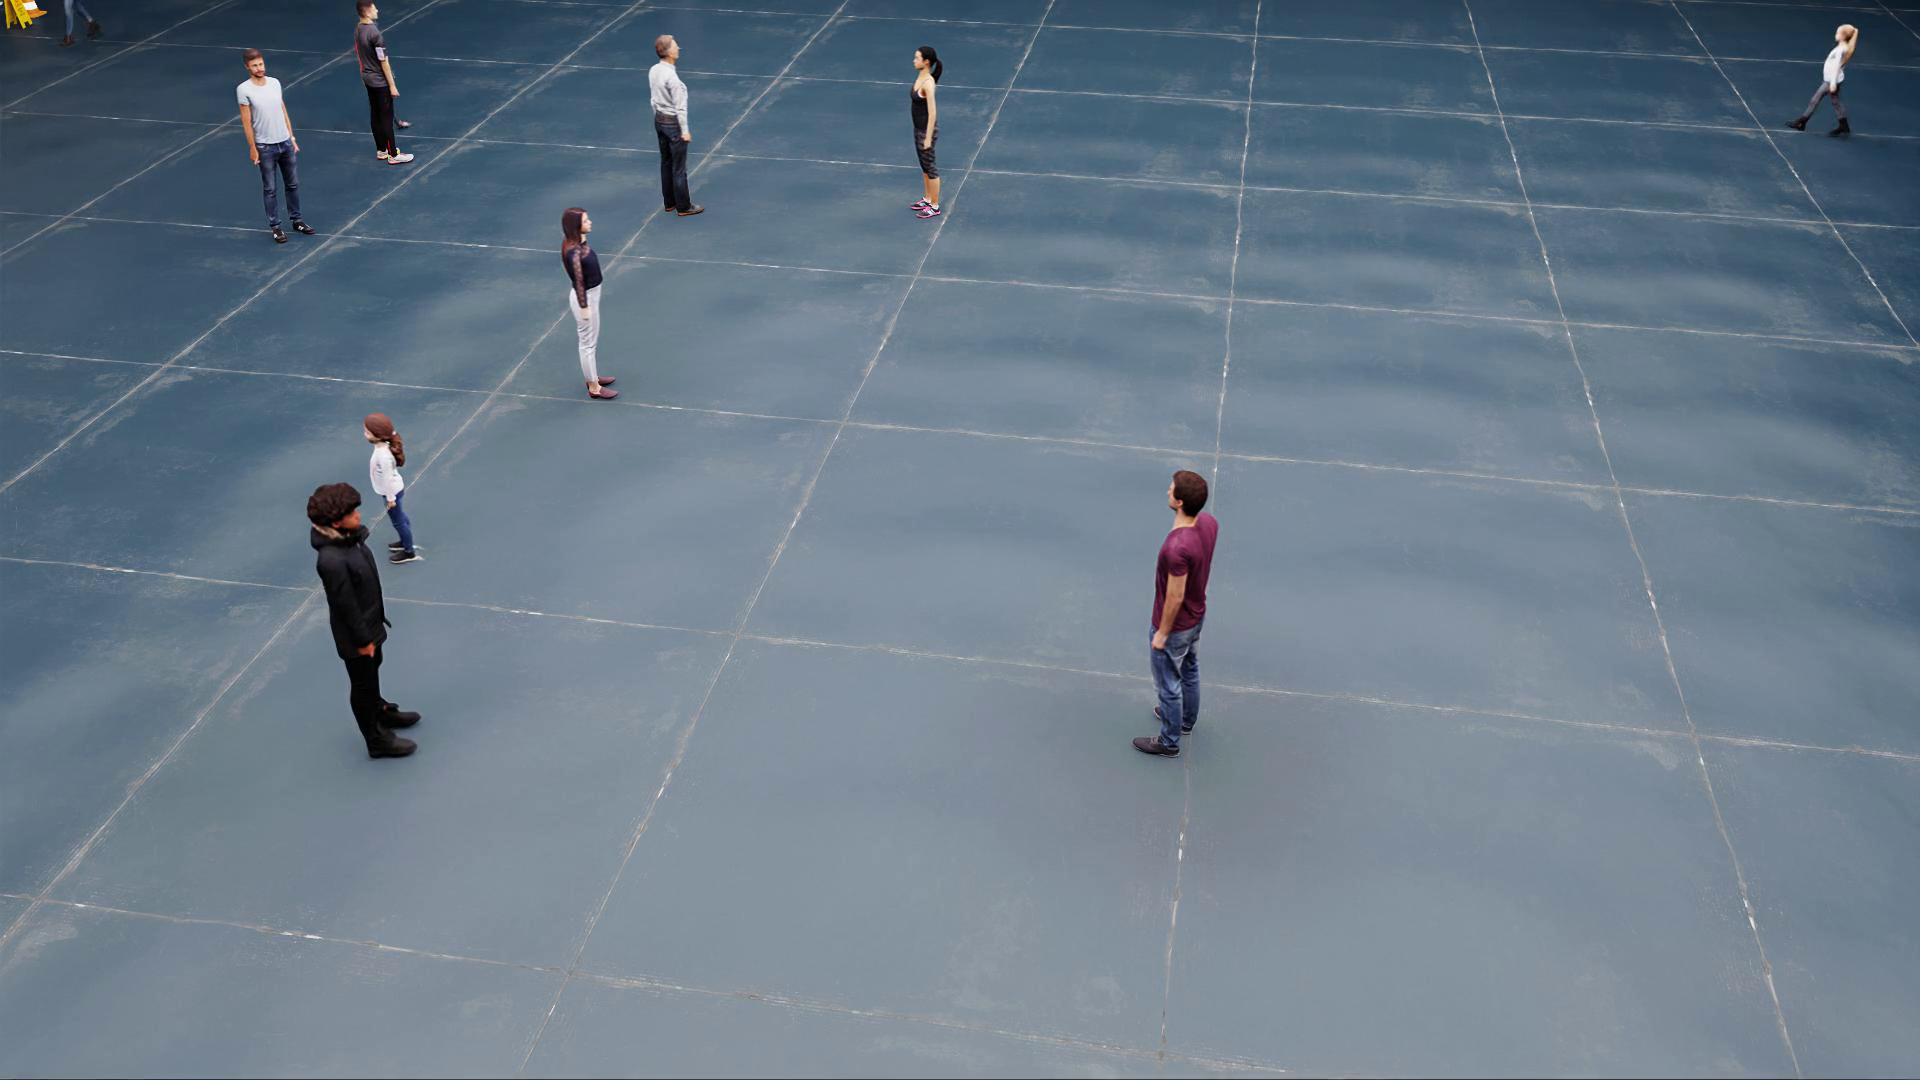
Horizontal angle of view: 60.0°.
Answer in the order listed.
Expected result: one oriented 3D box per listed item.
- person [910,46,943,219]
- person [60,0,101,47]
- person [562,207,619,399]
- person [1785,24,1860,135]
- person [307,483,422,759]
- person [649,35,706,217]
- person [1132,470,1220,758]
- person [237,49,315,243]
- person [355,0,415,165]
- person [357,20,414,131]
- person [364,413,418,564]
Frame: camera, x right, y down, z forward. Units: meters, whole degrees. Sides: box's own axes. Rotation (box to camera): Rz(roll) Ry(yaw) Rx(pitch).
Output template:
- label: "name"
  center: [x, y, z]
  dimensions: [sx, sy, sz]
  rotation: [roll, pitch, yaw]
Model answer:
- label: "person"
  center: [-0.330, -4.153, 16.903]
  dimensions: [0.653, 1.730, 0.643]
  rotation: [-7, 33, -12]
- label: "person"
  center: [-11.986, -7.519, 22.360]
  dimensions: [1.010, 1.601, 0.784]
  rotation: [9, 33, 14]
- label: "person"
  center: [-3.023, -1.933, 13.498]
  dimensions: [0.655, 1.607, 0.667]
  rotation: [-6, 33, -10]
- label: "person"
  center: [10.101, -5.256, 19.098]
  dimensions: [0.976, 1.252, 0.768]
  rotation: [22, 38, 30]
- label: "person"
  center: [-3.472, 0.458, 9.552]
  dimensions: [0.693, 1.773, 0.699]
  rotation: [-6, 33, -9]
- label: "person"
  center: [-2.941, -4.233, 16.946]
  dimensions: [0.799, 1.820, 0.719]
  rotation: [-24, 40, -33]
- label: "person"
  center: [1.261, 0.418, 9.538]
  dimensions: [0.683, 1.855, 0.727]
  rotation: [18, 36, 26]
- label: "person"
  center: [-6.767, -3.895, 16.367]
  dimensions: [0.719, 1.865, 0.719]
  rotation: [25, 40, 34]
- label: "person"
  center: [-6.399, -5.042, 18.282]
  dimensions: [0.777, 1.763, 0.677]
  rotation: [-27, 41, -36]
- label: "person"
  center: [-6.822, -5.401, 19.288]
  dimensions: [0.752, 1.296, 0.514]
  rotation: [4, 32, 6]
- label: "person"
  center: [-3.931, -0.376, 11.497]
  dimensions: [0.565, 1.109, 0.520]
  rotation: [-11, 34, -16]
